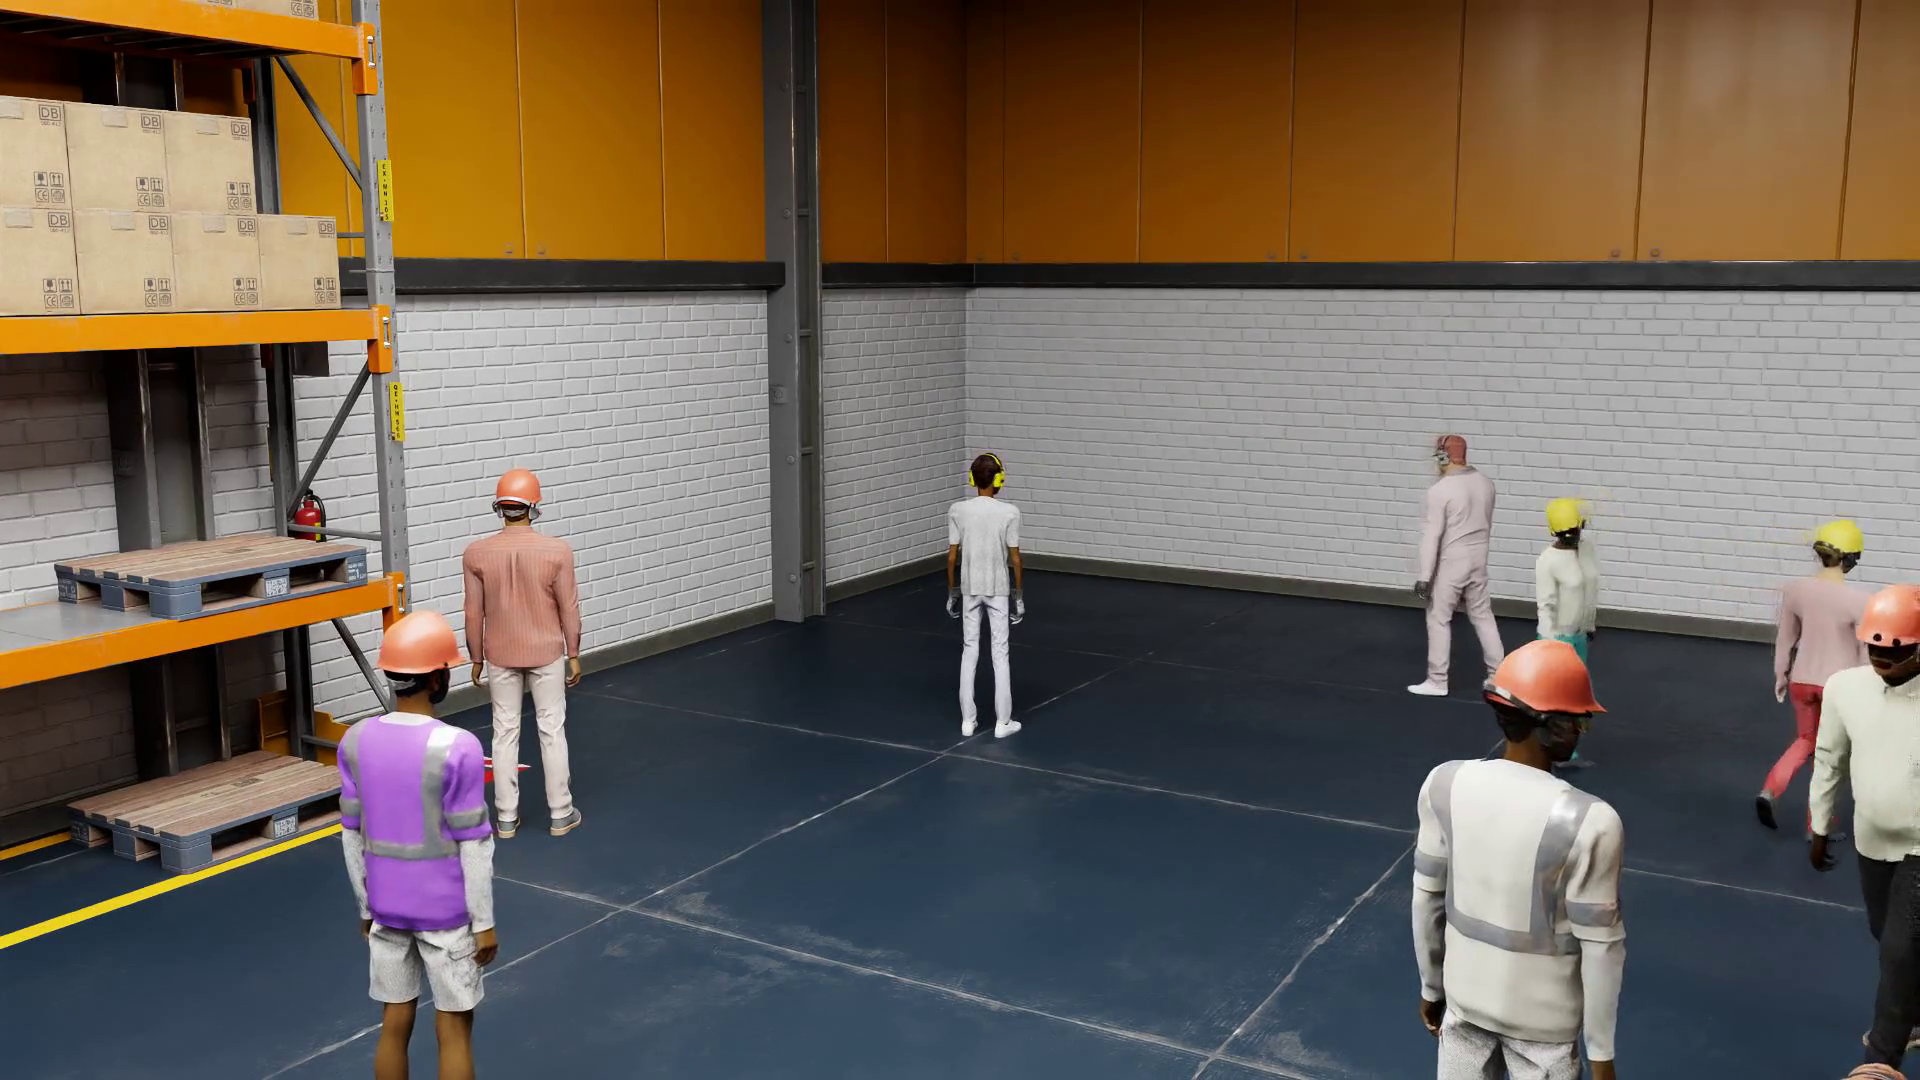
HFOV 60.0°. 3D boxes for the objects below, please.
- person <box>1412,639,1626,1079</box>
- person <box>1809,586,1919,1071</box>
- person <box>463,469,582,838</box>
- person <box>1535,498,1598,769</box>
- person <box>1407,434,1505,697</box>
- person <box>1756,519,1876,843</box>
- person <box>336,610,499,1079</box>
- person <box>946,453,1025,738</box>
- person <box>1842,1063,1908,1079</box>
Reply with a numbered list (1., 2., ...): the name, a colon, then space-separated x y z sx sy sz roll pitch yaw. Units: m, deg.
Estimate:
1. person: 1.556 1.280 4.629 0.392 2.040 0.611 -7 12 -39
2. person: 3.529 1.094 6.184 0.876 1.938 0.641 -5 10 -28
3. person: -2.337 0.612 8.941 0.611 1.996 0.379 -1 9 -5
4. person: 3.652 0.585 9.992 0.642 1.718 0.322 -7 11 -36
5. person: 3.576 0.190 11.917 0.786 1.896 0.474 -5 11 -30
6. person: 4.533 0.764 8.757 0.457 1.754 0.530 -5 10 -27
7. person: -1.759 1.192 5.499 0.547 1.939 0.376 3 10 20
8. person: 0.167 0.364 10.900 0.532 1.864 0.312 2 9 15
9. person: 1.584 1.743 3.016 0.311 1.634 0.511 -8 12 -40
